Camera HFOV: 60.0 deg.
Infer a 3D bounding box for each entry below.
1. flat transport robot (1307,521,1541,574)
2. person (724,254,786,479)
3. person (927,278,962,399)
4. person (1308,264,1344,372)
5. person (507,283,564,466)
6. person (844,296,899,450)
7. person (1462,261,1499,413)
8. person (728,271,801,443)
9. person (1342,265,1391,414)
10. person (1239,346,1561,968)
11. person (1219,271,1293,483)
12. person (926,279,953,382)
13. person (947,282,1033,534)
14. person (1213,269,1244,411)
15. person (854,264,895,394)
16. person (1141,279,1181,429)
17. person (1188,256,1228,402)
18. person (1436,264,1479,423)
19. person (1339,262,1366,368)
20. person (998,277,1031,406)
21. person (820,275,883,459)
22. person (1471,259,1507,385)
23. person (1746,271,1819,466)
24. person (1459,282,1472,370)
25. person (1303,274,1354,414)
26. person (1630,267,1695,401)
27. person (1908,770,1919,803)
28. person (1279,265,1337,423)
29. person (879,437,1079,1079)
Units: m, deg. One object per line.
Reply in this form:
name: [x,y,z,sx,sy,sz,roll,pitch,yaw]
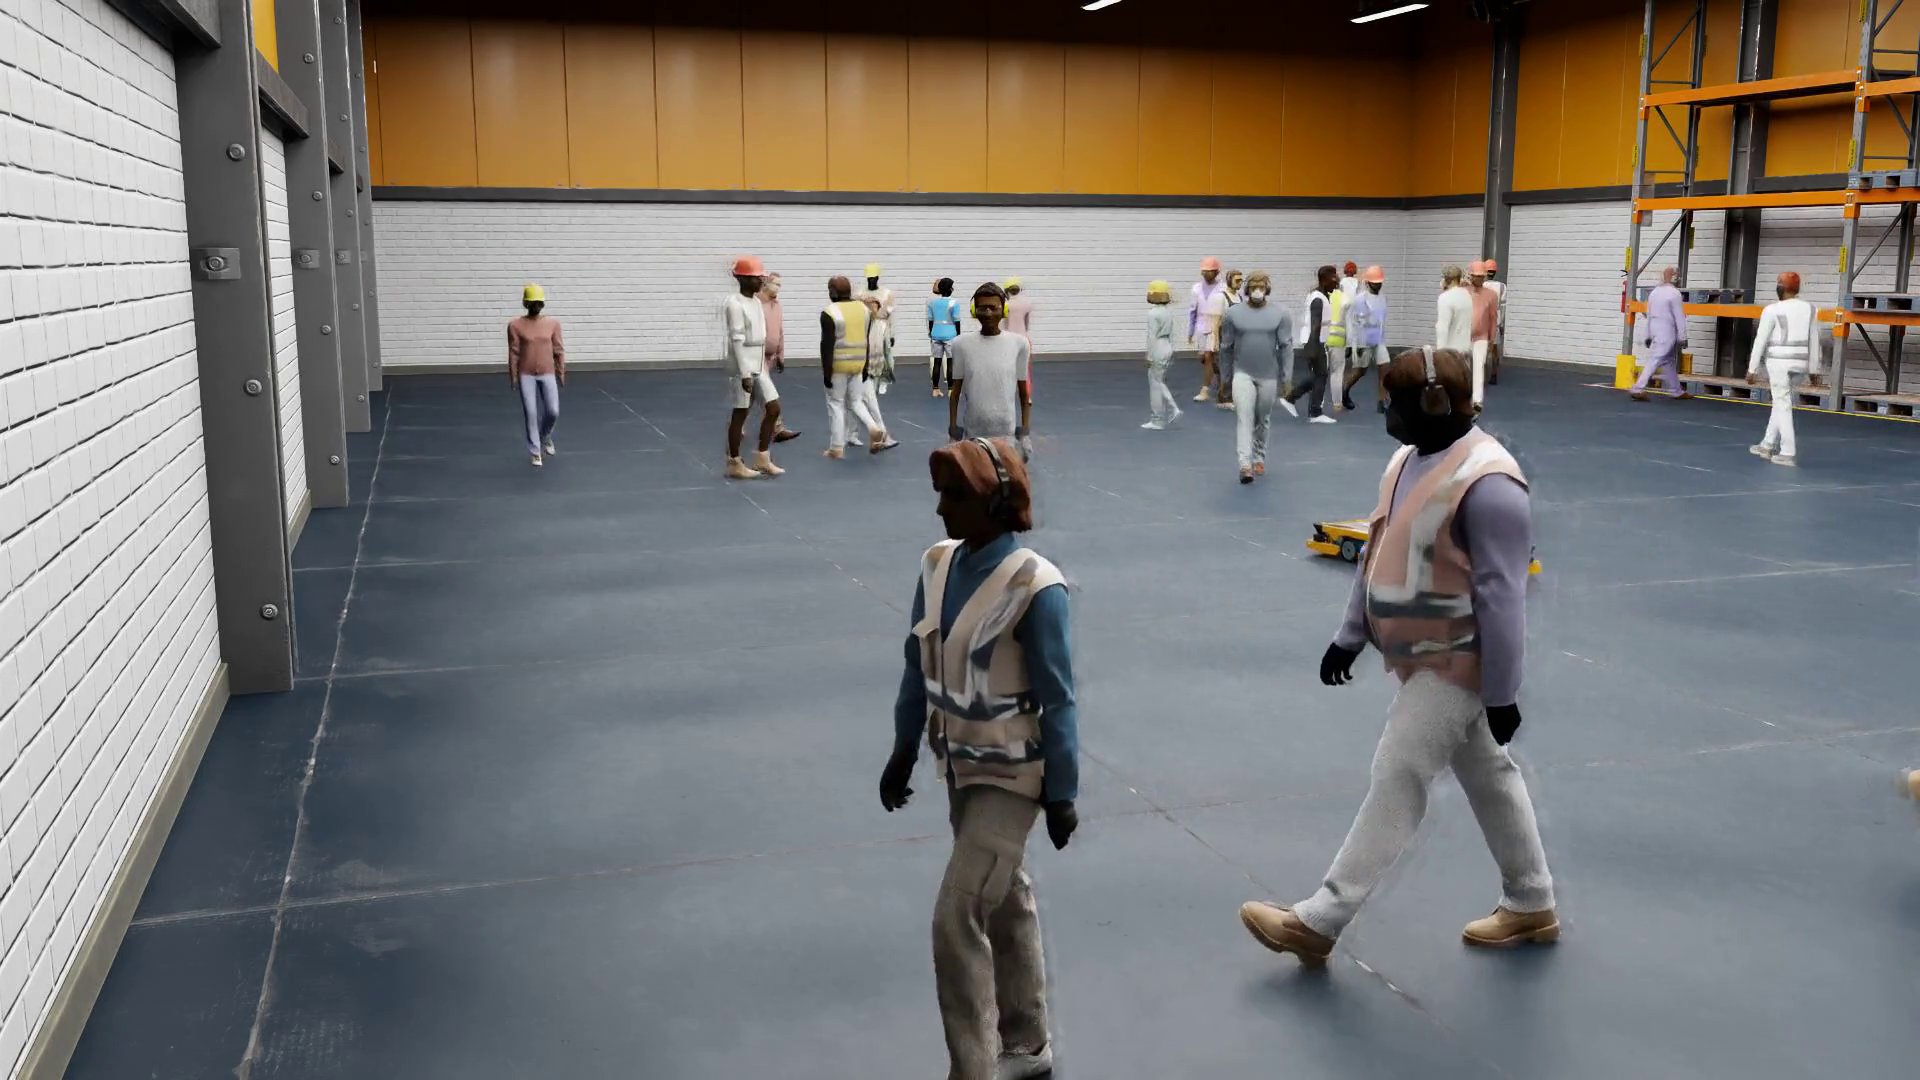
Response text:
flat transport robot: [3.000,0.043,10.852,0.652,0.197,1.431,-6,11,-30]
person: [-1.825,-1.530,14.893,0.694,2.016,0.625,4,10,20]
person: [-0.205,-2.833,23.378,0.540,1.695,0.317,6,12,32]
person: [6.258,-3.801,28.549,0.950,1.862,0.647,-8,13,-40]
person: [-4.100,-1.603,16.084,0.533,1.751,0.487,-4,11,-22]
person: [-0.935,-1.745,17.373,0.867,1.587,0.531,9,14,43]
person: [6.592,-2.605,21.400,0.623,1.938,1.066,2,10,13]
person: [-2.188,-1.979,18.035,1.021,1.857,0.687,5,11,25]
person: [5.194,-2.561,21.263,0.552,1.896,0.917,-6,12,-32]
person: [1.324,0.344,4.760,1.024,1.775,0.631,-1,10,-4]
person: [2.662,-1.468,14.963,0.647,1.882,1.062,1,10,7]
person: [-0.302,-3.312,26.325,0.500,1.636,0.281,4,11,23]
person: [0.182,-0.648,10.246,0.533,1.864,0.310,0,10,2]
person: [3.558,-2.560,21.405,0.633,1.828,0.541,9,13,43]
person: [-1.205,-2.992,23.737,0.591,1.895,0.898,1,10,8]
person: [2.292,-2.143,19.257,0.379,1.731,0.503,7,12,36]
person: [3.517,-2.933,23.059,0.611,2.008,0.898,8,13,40]
person: [5.430,-2.050,18.202,0.520,1.919,0.675,8,13,38]
person: [6.917,-4.001,29.600,0.585,1.882,0.337,2,10,14]
person: [0.715,-2.655,22.304,0.517,1.713,0.963,-4,10,-20]
person: [-1.105,-1.684,16.369,0.634,1.827,0.618,-9,14,-43]
person: [8.148,-3.357,25.713,0.544,1.939,0.354,-1,10,-5]
person: [7.946,-1.678,16.223,0.612,1.852,0.854,-2,10,-13]
person: [7.343,-2.968,24.372,0.494,1.624,0.279,0,10,-2]
person: [4.673,-2.495,21.143,0.640,1.792,0.940,3,10,14]
person: [9.718,-2.828,22.902,1.012,1.858,0.661,-1,10,-6]
person: [3.540,0.148,5.302,0.652,1.981,0.626,6,12,32]
person: [4.225,-2.352,20.025,0.590,1.894,0.627,3,10,15]
person: [-0.004,0.573,3.875,0.614,1.621,0.517,-5,11,-28]
